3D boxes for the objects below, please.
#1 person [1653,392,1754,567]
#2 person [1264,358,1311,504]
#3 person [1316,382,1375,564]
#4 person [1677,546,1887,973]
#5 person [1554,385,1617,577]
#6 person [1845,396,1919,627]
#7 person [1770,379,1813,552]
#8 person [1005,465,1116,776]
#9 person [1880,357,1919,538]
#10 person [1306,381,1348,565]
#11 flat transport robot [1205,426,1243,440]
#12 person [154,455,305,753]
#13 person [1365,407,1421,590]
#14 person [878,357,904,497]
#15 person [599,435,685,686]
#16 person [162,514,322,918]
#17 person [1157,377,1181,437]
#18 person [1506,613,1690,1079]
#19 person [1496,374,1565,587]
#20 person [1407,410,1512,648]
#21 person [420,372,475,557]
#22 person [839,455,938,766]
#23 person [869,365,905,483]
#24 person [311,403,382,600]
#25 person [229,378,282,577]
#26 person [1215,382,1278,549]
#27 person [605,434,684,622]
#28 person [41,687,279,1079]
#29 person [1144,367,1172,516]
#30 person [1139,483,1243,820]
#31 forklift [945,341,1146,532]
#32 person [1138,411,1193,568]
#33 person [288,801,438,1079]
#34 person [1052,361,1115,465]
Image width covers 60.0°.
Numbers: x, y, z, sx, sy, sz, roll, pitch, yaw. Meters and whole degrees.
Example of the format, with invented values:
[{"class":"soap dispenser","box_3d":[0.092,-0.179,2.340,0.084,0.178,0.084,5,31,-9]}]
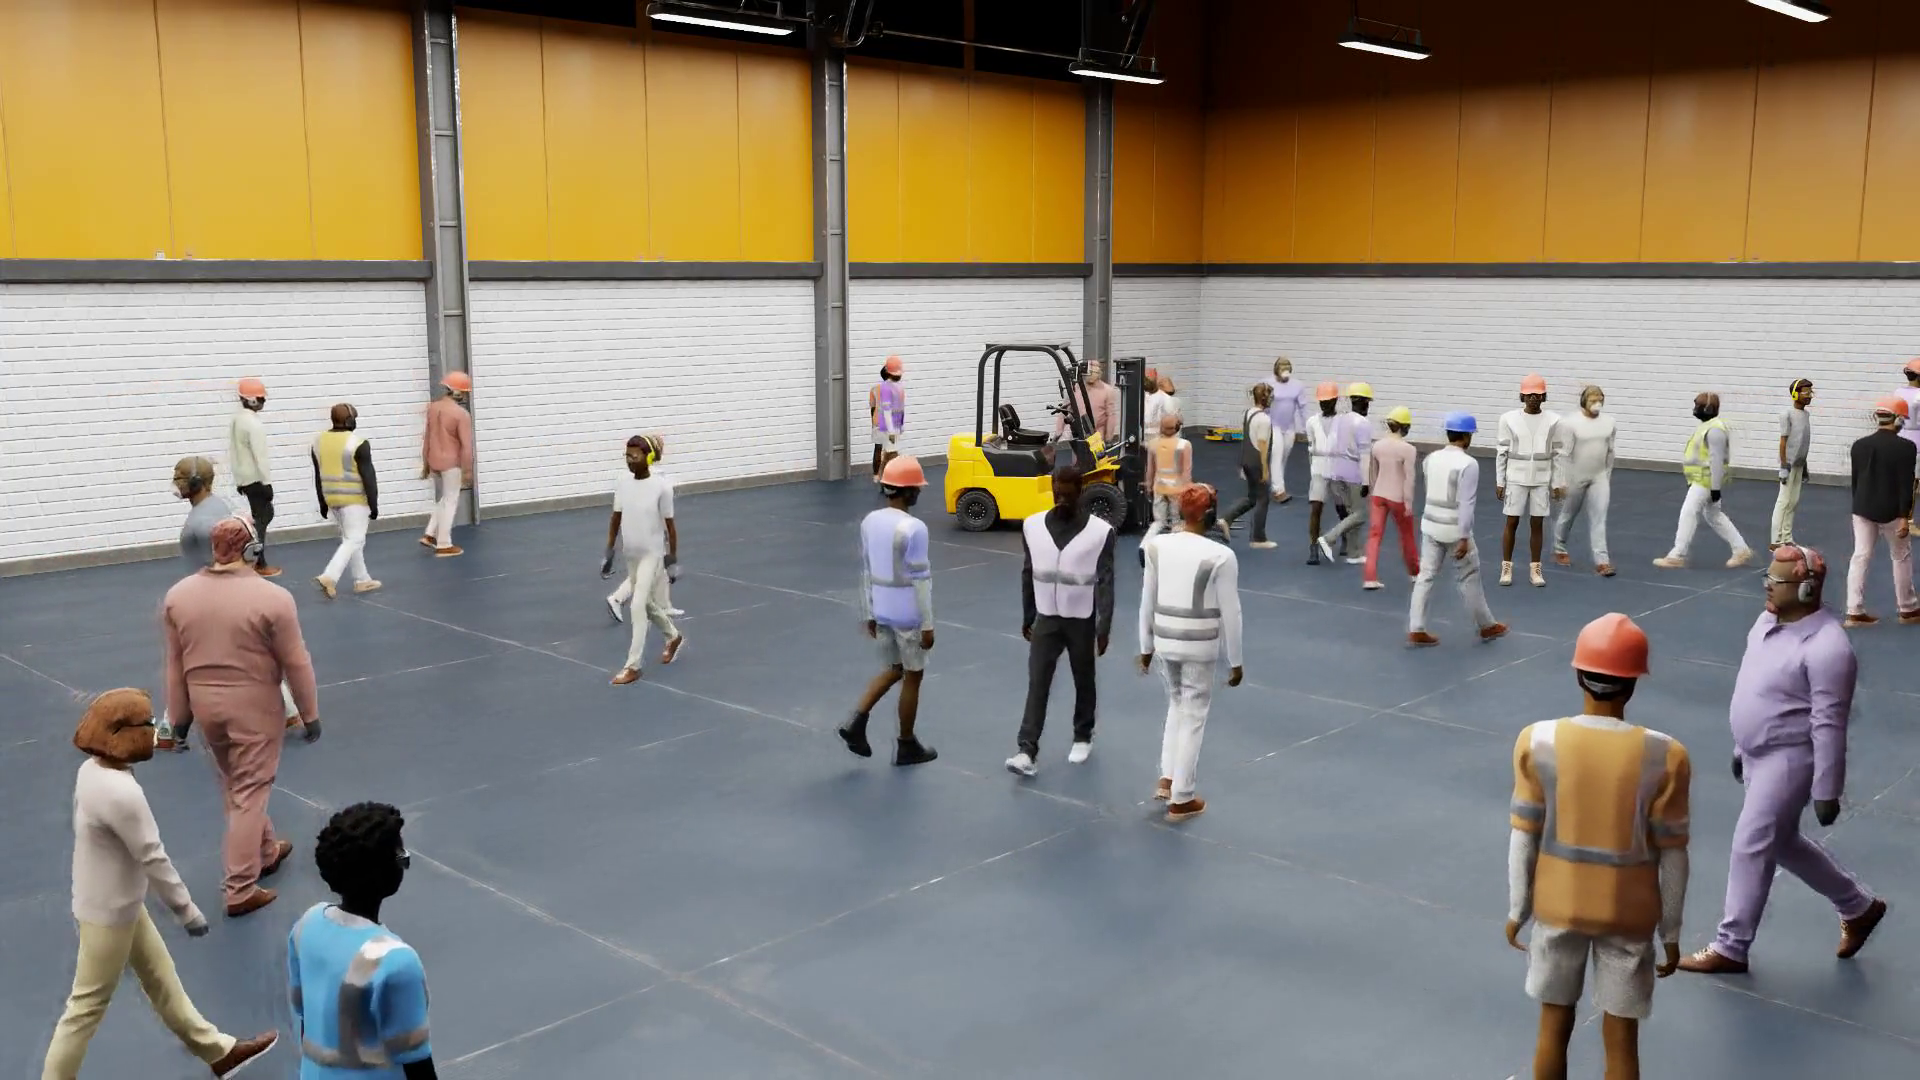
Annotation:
[{"class":"person","box_3d":[7.613,-0.601,16.846,0.925,1.809,0.640,3,10,16]},{"class":"person","box_3d":[4.194,-1.408,21.535,0.647,1.881,1.032,-2,9,-12]},{"class":"person","box_3d":[3.967,-0.665,16.973,0.615,1.895,0.595,-2,9,-12]},{"class":"person","box_3d":[3.579,0.946,7.125,0.863,1.881,0.647,1,9,5]},{"class":"person","box_3d":[6.251,-0.604,16.625,0.653,1.884,1.042,-1,9,-7]},{"class":"person","box_3d":[7.920,-0.240,14.165,0.940,1.946,0.629,-4,10,-25]},{"class":"person","box_3d":[8.913,-0.784,17.752,0.511,1.872,0.329,-7,12,-38]},{"class":"person","box_3d":[0.609,0.490,9.964,0.616,1.861,0.981,3,10,20]},{"class":"person","box_3d":[10.787,-1.051,18.868,0.395,2.038,0.615,-3,10,-16]},{"class":"person","box_3d":[3.864,-0.719,17.301,0.540,1.904,0.966,5,10,26]},{"class":"flat transport robot","box_3d":[5.106,-1.861,29.246,1.431,0.197,0.652,5,10,26]},{"class":"person","box_3d":[-4.708,0.395,10.509,1.042,1.893,0.627,-3,10,-16]},{"class":"person","box_3d":[4.169,-0.398,15.802,0.868,1.726,0.543,-7,12,-38]},{"class":"person","box_3d":[-0.898,-1.505,22.141,0.438,1.889,0.720,2,9,12]},{"class":"person","box_3d":[-2.337,0.109,12.425,0.535,1.835,0.926,5,10,28]},{"class":"person","box_3d":[-3.388,0.799,8.041,0.670,1.870,0.897,2,9,11]},{"class":"person","box_3d":[2.700,-1.326,21.868,0.509,1.620,0.450,-6,11,-31]},{"class":"person","box_3d":[2.077,1.192,5.441,0.547,1.937,0.366,5,10,26]},{"class":"person","box_3d":[5.436,-0.567,15.895,0.609,2.043,0.376,2,9,10]},{"class":"person","box_3d":[4.016,-0.086,13.342,0.964,1.901,0.633,-4,10,-24]},{"class":"person","box_3d":[-5.365,-0.796,17.570,0.647,1.956,0.516,7,12,36]},{"class":"person","box_3d":[-0.399,0.444,10.050,0.547,1.922,0.544,-7,12,-38]},{"class":"person","box_3d":[-1.032,-1.634,23.528,0.530,1.690,0.321,3,10,16]},{"class":"person","box_3d":[-5.683,-0.361,15.349,0.632,1.814,0.842,4,10,23]},{"class":"person","box_3d":[-6.902,-0.603,16.309,0.441,1.974,0.643,-8,12,-39]},{"class":"person","box_3d":[3.135,-0.784,17.896,0.612,1.827,0.506,-3,10,-16]},{"class":"person","box_3d":[-2.724,-0.093,14.276,0.705,1.618,0.505,-6,11,-31]},{"class":"person","box_3d":[-2.875,1.297,5.855,0.875,1.585,0.501,-6,11,-35]},{"class":"person","box_3d":[2.465,-1.197,20.359,0.730,1.859,0.605,-5,10,-27]},{"class":"person","box_3d":[1.287,0.612,9.198,0.602,1.864,0.492,8,12,41]},{"class":"forklift","box_3d":[0.977,-1.223,19.452,2.313,2.155,1.214,2,9,11]},{"class":"person","box_3d":[2.061,-0.474,16.617,0.520,1.623,0.608,8,12,39]},{"class":"person","box_3d":[-1.508,1.495,4.430,0.857,1.645,0.548,-9,13,-43]},{"class":"person","box_3d":[1.573,-1.330,21.078,0.757,1.883,0.579,3,10,17]}]
